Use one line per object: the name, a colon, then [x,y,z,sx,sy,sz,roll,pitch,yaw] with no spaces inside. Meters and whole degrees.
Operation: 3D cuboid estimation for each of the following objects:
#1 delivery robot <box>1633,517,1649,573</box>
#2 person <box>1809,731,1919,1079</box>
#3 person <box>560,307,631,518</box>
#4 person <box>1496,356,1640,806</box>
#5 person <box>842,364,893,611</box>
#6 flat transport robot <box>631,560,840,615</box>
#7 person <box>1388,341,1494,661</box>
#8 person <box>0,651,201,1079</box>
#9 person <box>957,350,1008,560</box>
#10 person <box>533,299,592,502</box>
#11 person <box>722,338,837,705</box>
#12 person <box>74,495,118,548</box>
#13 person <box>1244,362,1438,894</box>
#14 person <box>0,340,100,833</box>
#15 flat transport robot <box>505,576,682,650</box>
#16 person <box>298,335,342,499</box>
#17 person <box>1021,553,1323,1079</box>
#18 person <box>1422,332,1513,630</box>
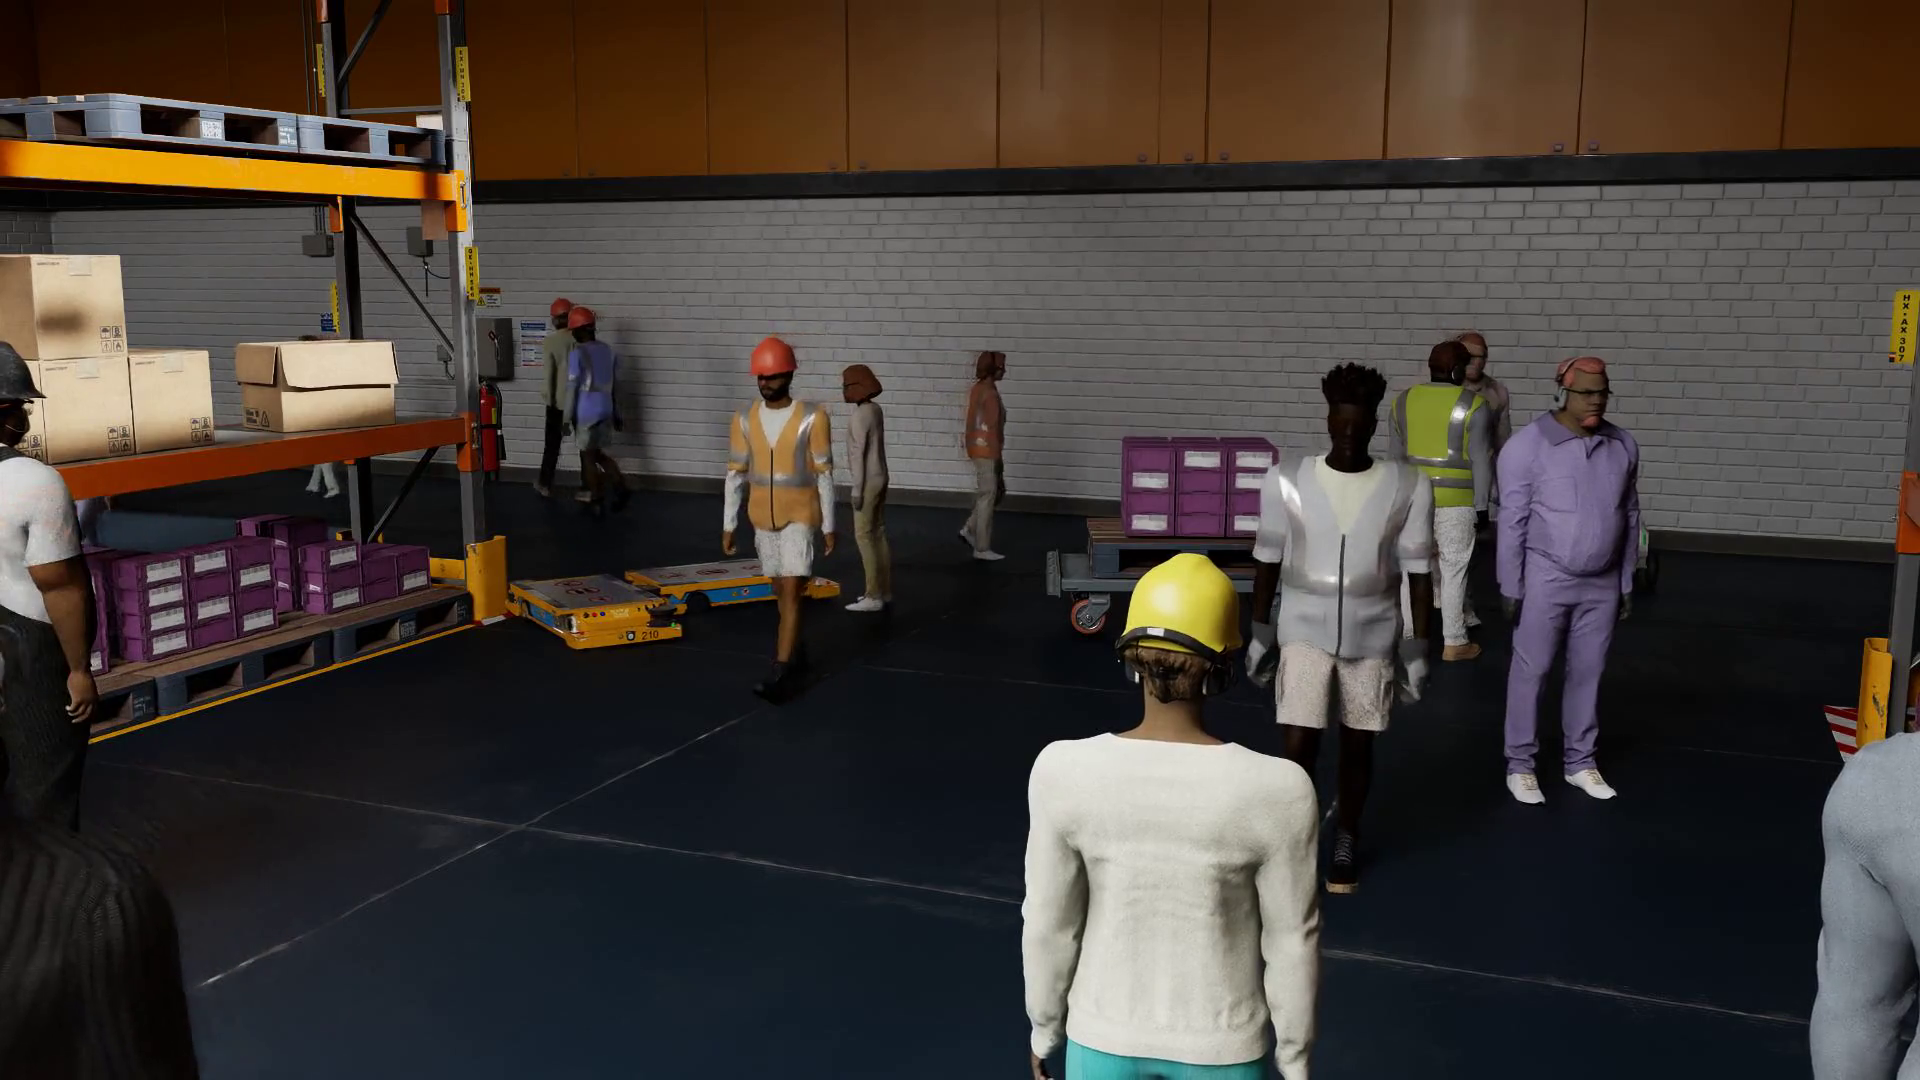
delivery robot: [4.773,-0.028,12.007,0.477,0.478,0.707,3,10,19]
person: [1.511,0.933,2.314,0.627,1.934,0.370,8,12,41]
person: [-3.290,-1.141,14.974,0.505,1.904,0.584,6,11,30]
person: [2.574,0.175,7.023,0.631,1.899,0.402,-2,10,-11]
person: [-0.622,-0.348,11.020,0.306,1.620,0.513,2,10,14]
flat transport robot: [-1.590,0.298,11.186,1.431,0.197,0.652,-6,11,-31]
person: [2.790,-0.229,9.629,0.636,1.842,0.429,9,13,44]
person: [-1.268,0.977,2.038,0.642,1.933,1.037,2,10,13]
person: [0.225,-0.644,12.787,0.377,1.623,0.547,-2,10,-13]
person: [-3.832,-1.363,16.190,0.648,1.941,1.004,-7,12,-36]
person: [-0.976,-0.106,8.742,0.574,1.884,0.971,3,10,17]
person: [-5.542,-0.313,10.443,0.589,1.732,0.465,6,11,34]
person: [1.309,0.363,5.758,0.652,1.927,0.905,2,10,12]
person: [-3.079,0.367,5.419,0.688,2.000,0.536,2,10,12]
flat transport robot: [-2.320,0.425,10.415,0.652,0.197,1.431,-6,11,-31]
person: [-6.302,-1.206,16.316,0.871,1.591,0.532,8,12,39]
person: [0.381,0.900,3.021,0.535,1.767,0.317,2,10,15]
person: [3.212,-0.410,10.698,0.652,1.861,1.000,-2,9,-9]
